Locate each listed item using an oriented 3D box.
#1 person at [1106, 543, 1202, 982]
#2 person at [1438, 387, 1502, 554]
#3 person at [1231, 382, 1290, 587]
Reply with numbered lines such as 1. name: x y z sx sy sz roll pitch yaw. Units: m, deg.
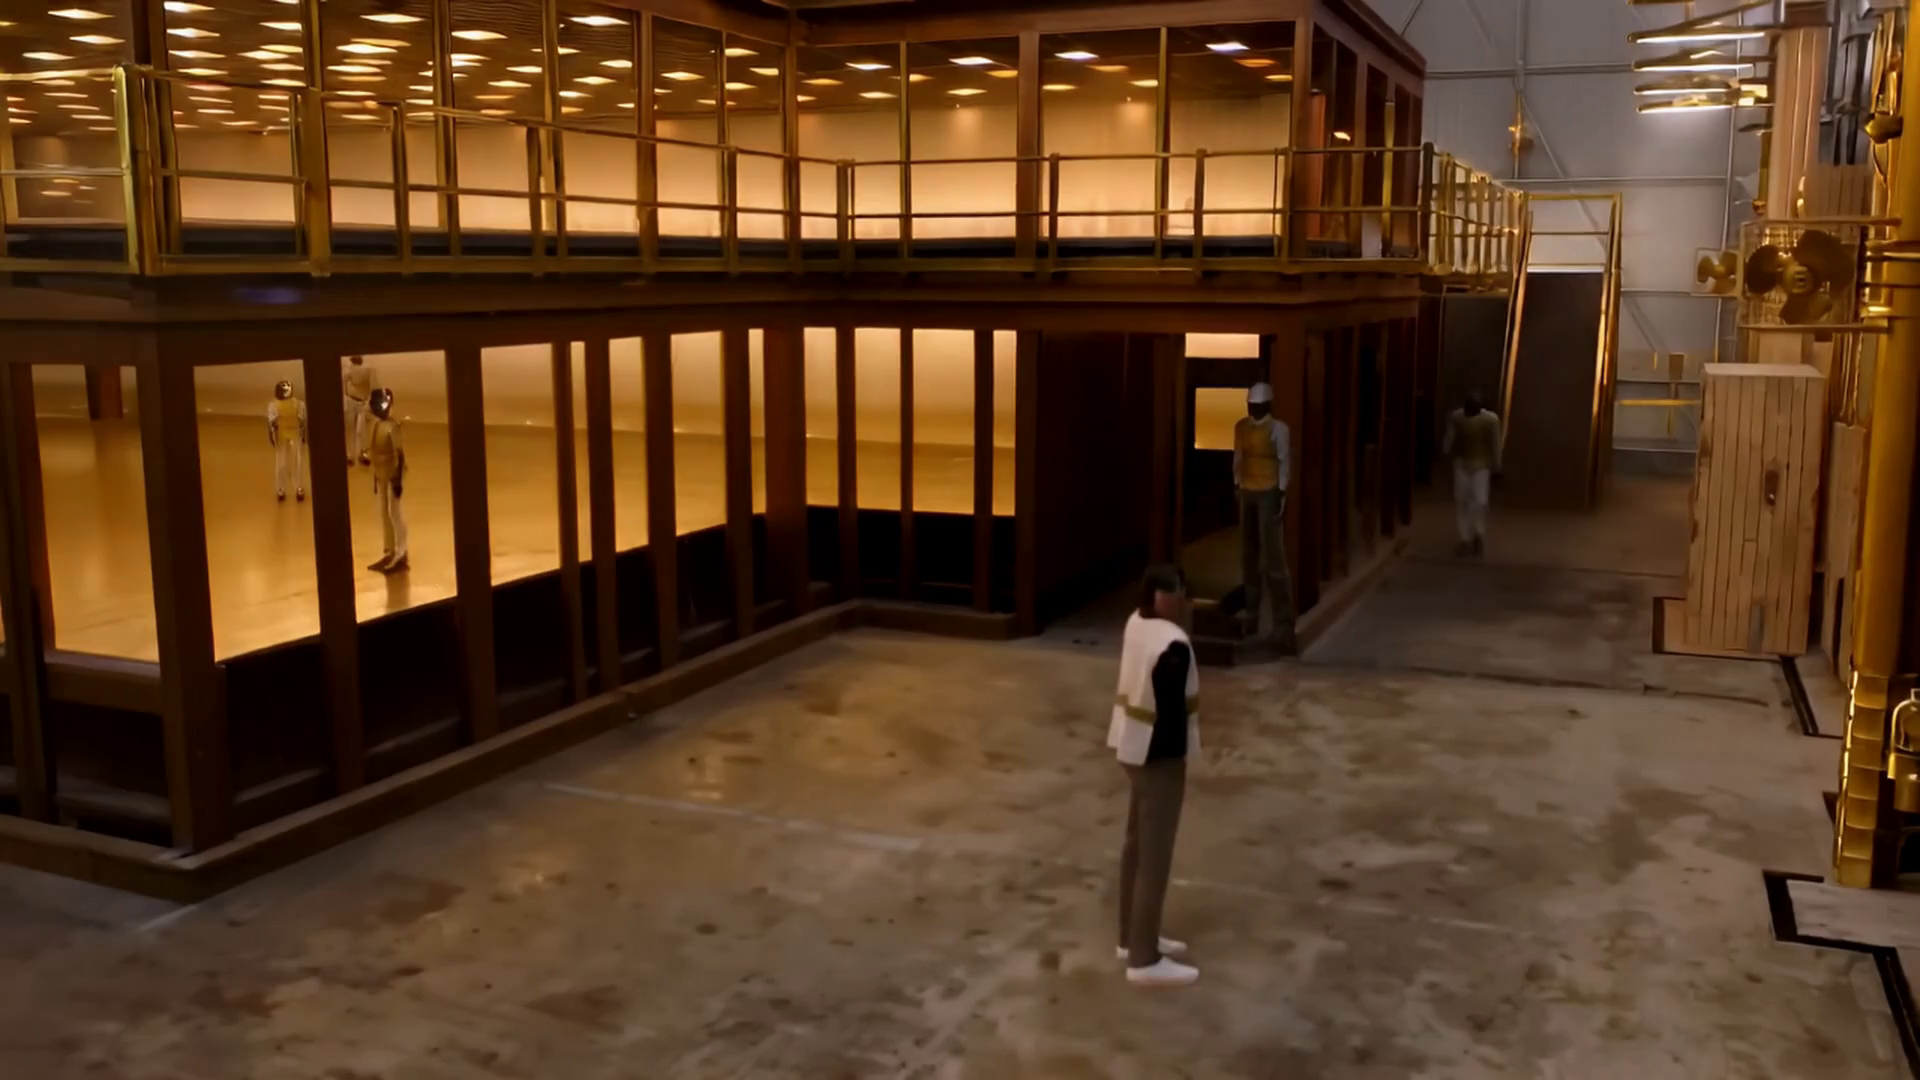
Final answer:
1. person: 0.844 0.954 7.189 0.392 1.911 0.584 -2 9 -9
2. person: 5.476 -0.742 17.901 0.647 1.821 0.448 4 10 21
3. person: 2.902 -0.540 16.162 0.612 1.986 0.407 8 12 41
